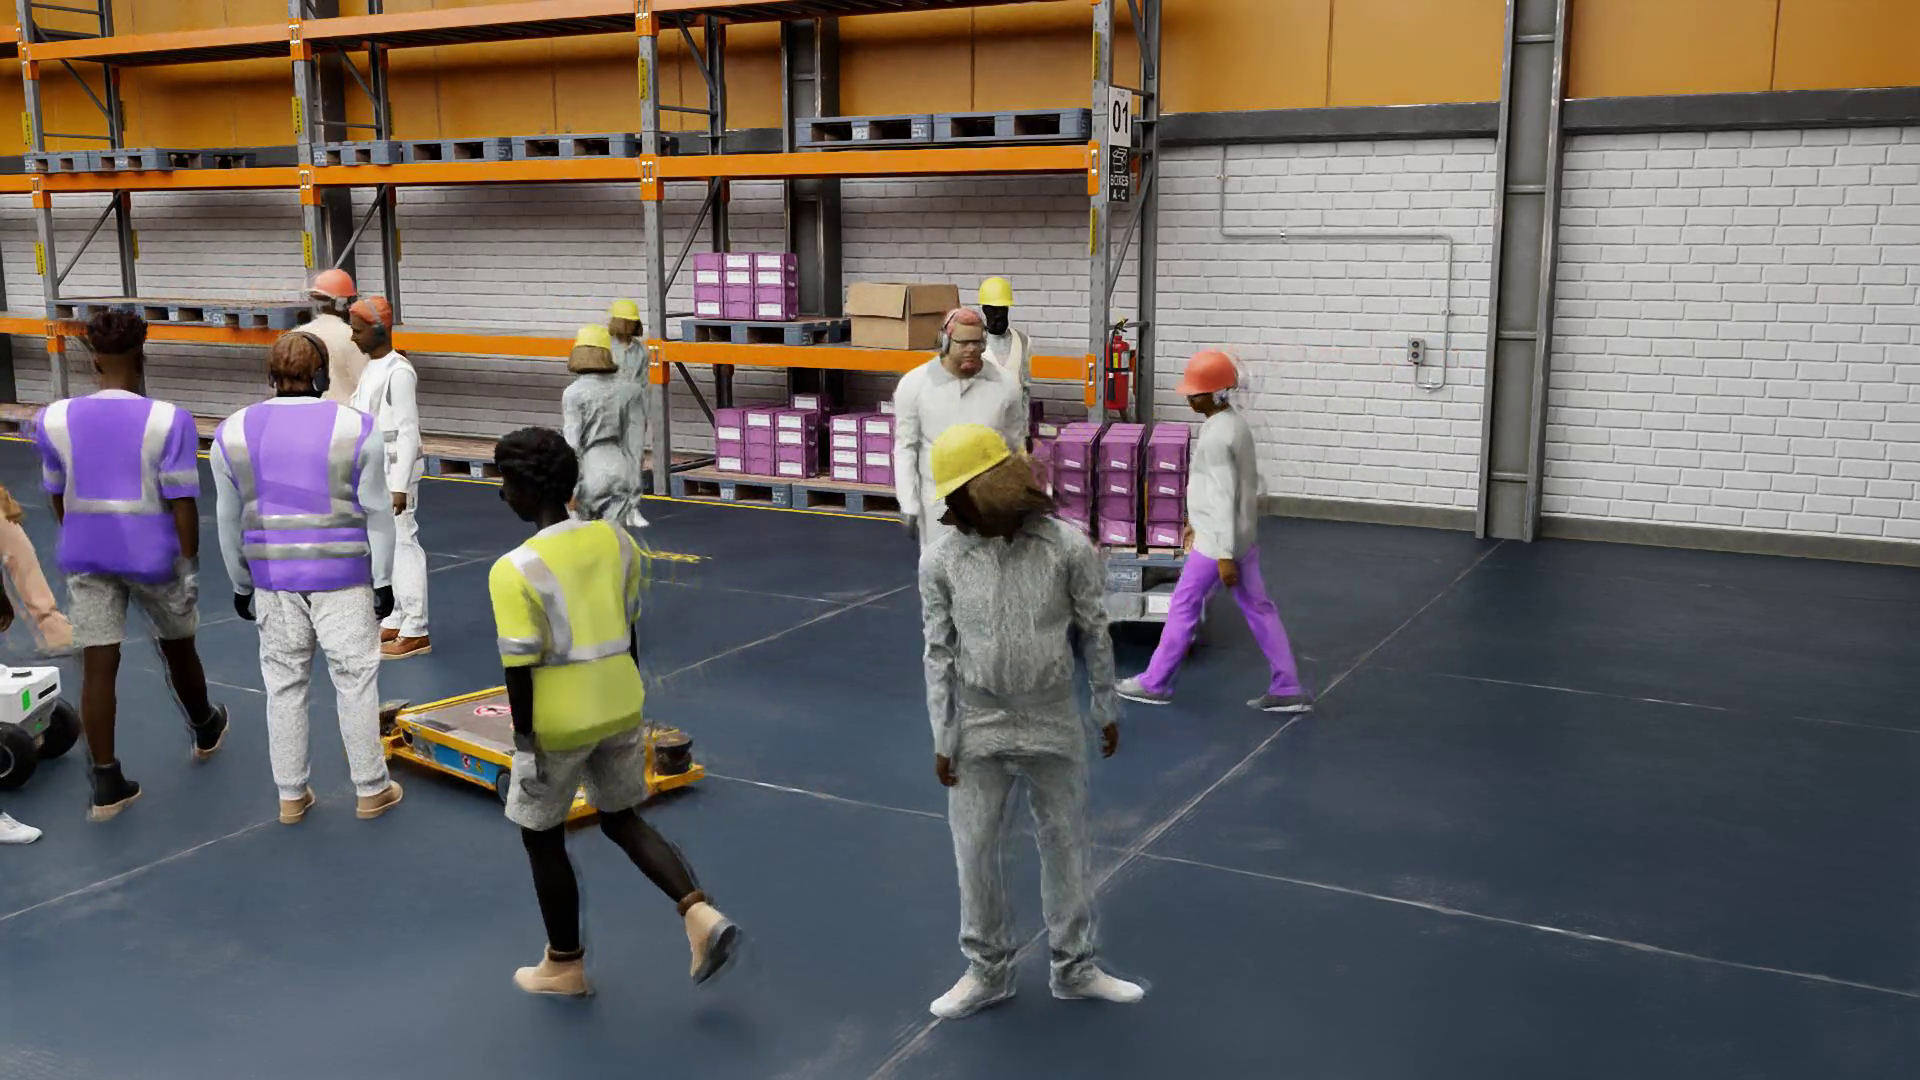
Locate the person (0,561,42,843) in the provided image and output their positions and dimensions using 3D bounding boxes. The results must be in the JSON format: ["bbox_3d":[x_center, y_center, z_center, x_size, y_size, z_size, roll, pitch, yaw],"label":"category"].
[{"bbox_3d":[-3.596,0.195,5.776,0.405,1.907,0.602,3,11,15],"label":"person"}]

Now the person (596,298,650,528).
[{"bbox_3d":[-2.594,-0.966,12.608,0.505,1.726,0.550,-8,13,-38],"label":"person"}]

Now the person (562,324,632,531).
[{"bbox_3d":[-1.991,-0.317,9.124,0.396,1.716,0.497,8,13,36],"label":"person"}]

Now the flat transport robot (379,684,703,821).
[{"bbox_3d":[-1.767,0.827,6.796,1.431,0.197,0.652,9,14,40],"label":"flat transport robot"}]

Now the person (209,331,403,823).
[{"bbox_3d":[-2.416,0.146,6.218,0.624,1.845,0.430,-1,10,-5],"label":"person"}]

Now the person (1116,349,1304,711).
[{"bbox_3d":[1.170,-0.031,7.621,0.924,1.682,0.572,4,11,23],"label":"person"}]

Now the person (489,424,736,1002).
[{"bbox_3d":[-0.989,0.520,4.636,0.615,1.664,0.542,7,12,33],"label":"person"}]

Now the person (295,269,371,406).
[{"bbox_3d":[-4.088,-0.777,10.903,0.631,1.976,0.502,5,12,26],"label":"person"}]

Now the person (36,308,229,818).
[{"bbox_3d":[-3.257,0.047,6.570,0.607,1.905,0.999,-2,10,-9],"label":"person"}]

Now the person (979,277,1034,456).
[{"bbox_3d":[0.221,-0.734,10.805,0.589,1.928,0.386,-5,12,-27],"label":"person"}]

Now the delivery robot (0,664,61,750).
[{"bbox_3d":[-4.054,0.651,6.720,0.707,0.478,0.477,-1,10,-6],"label":"delivery robot"}]

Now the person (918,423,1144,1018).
[{"bbox_3d":[0.223,0.520,4.569,0.660,1.698,0.358,0,10,-1],"label":"person"}]

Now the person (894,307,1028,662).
[{"bbox_3d":[0.009,-0.221,8.218,0.687,1.864,0.938,-1,10,-5],"label":"person"}]

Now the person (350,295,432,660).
[{"bbox_3d":[-2.983,-0.324,8.671,0.353,1.887,0.573,-7,12,-34],"label":"person"}]

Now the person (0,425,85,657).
[{"bbox_3d":[-4.859,-0.225,8.374,0.960,1.789,0.518,-3,11,-16],"label":"person"}]
